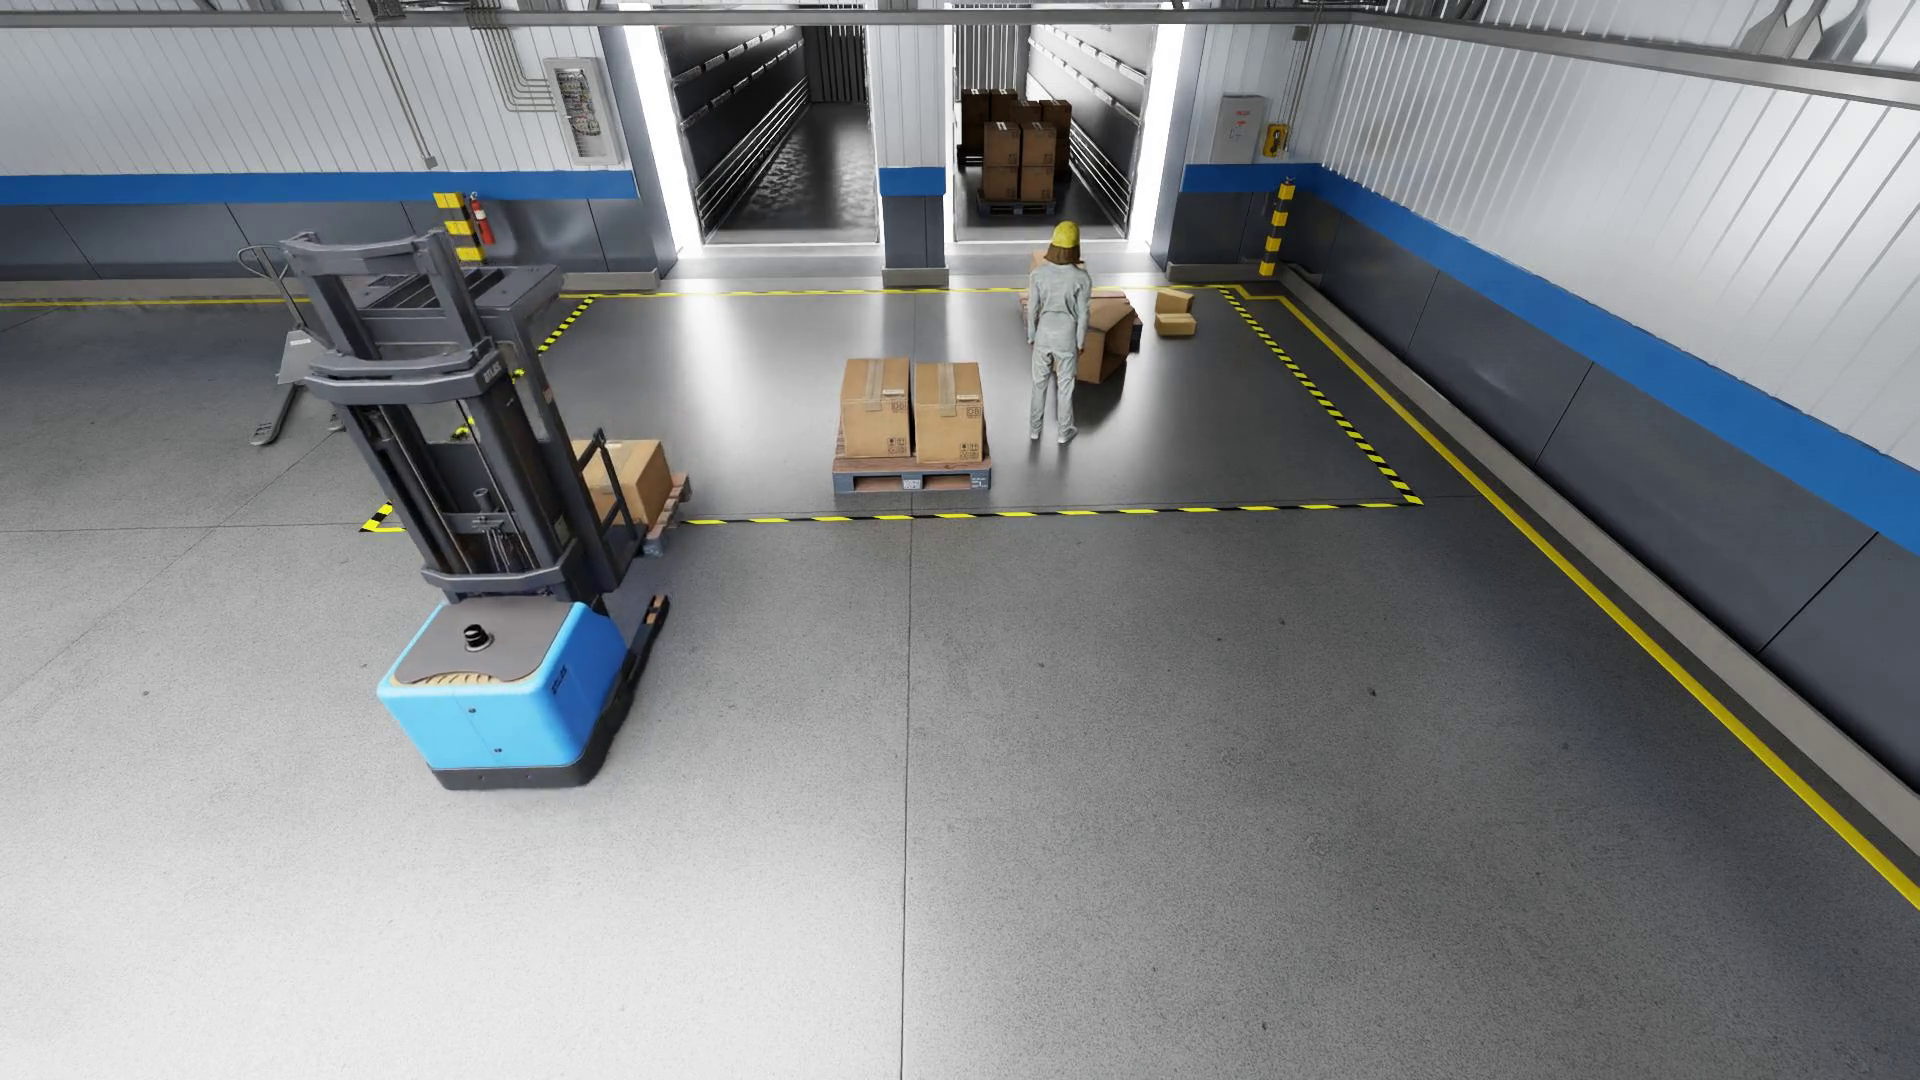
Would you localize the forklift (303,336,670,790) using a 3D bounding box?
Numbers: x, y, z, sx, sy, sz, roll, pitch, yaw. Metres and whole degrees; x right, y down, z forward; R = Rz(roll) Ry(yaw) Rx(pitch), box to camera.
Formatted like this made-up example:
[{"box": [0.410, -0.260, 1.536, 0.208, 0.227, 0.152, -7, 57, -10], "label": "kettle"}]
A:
[{"box": [-2.179, 0.178, 3.312, 0.716, 2.013, 0.776, -1, 38, -1], "label": "forklift"}]

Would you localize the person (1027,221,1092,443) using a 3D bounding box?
[{"box": [0.765, -1.594, 5.783, 0.486, 1.744, 0.309, 14, 41, 17], "label": "person"}]

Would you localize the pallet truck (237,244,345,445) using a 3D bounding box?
[{"box": [-5.915, -1.733, 6.366, 0.680, 1.201, 1.601, -18, 42, -21], "label": "pallet truck"}]
